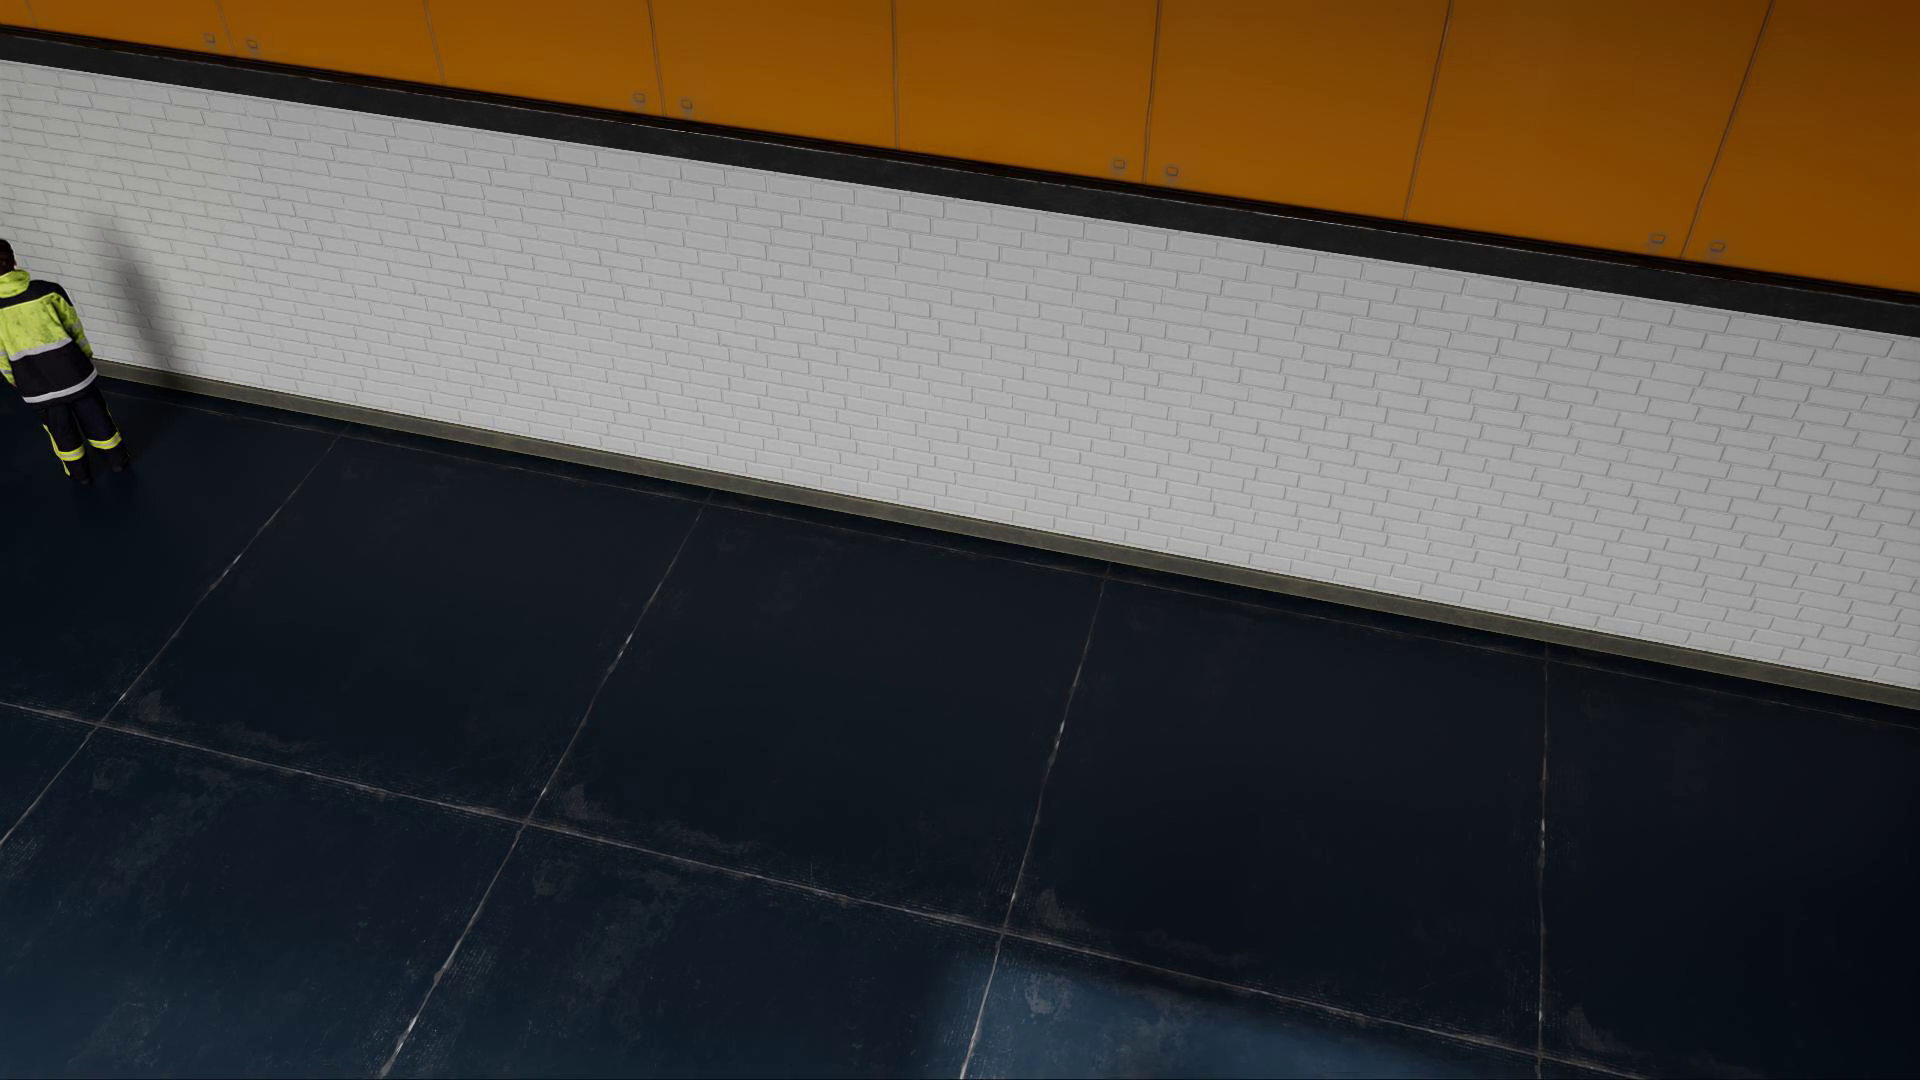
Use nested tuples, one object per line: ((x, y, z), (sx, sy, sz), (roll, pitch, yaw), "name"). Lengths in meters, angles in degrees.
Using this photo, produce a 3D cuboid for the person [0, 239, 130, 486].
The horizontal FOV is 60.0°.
((-6.499, -1.259, 11.839), (0.846, 1.981, 0.928), (-25, 49, -24), "person")
